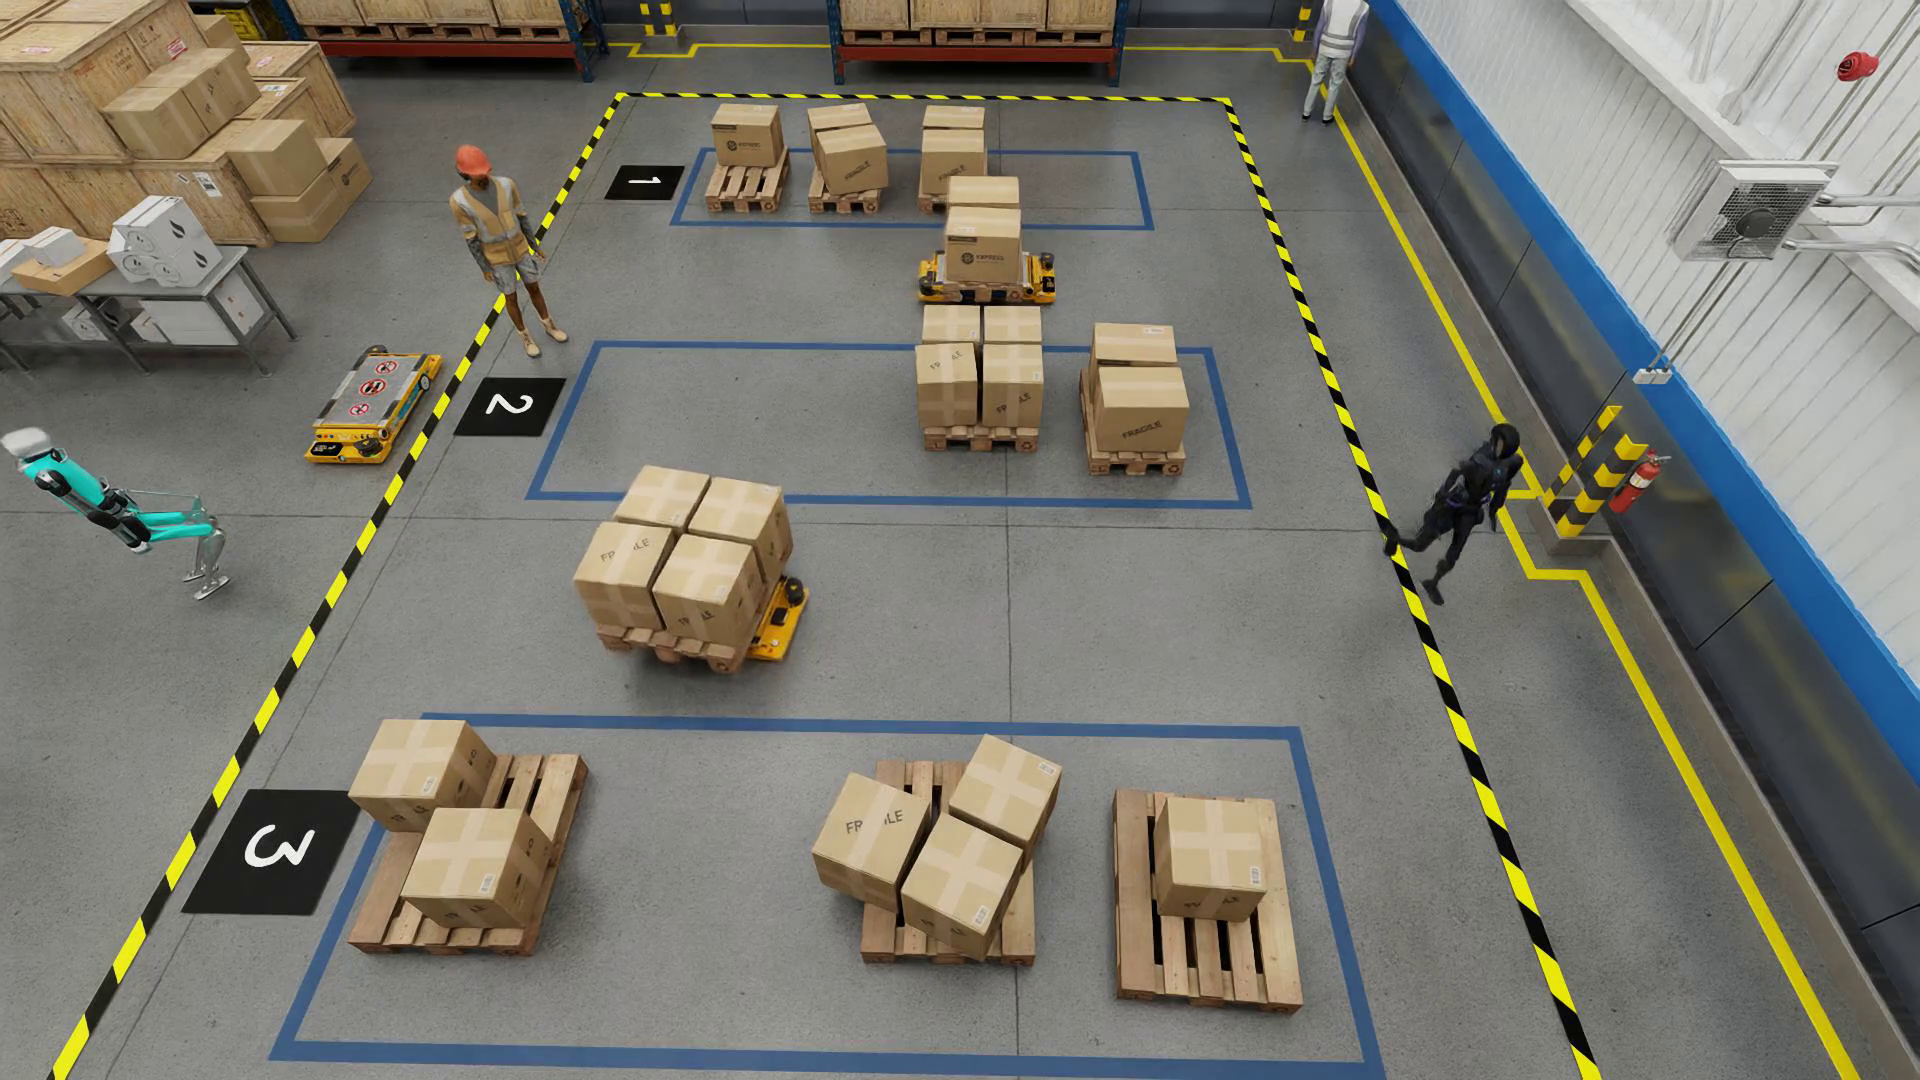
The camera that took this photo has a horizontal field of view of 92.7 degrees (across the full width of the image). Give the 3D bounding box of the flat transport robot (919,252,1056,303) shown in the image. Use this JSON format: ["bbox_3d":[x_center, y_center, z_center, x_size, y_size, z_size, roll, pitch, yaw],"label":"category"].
[{"bbox_3d":[0.291,-2.799,9.717,1.431,0.197,0.652,1,50,1],"label":"flat transport robot"}]

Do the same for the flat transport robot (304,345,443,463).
[{"bbox_3d":[-5.383,-1.269,8.441,0.659,0.231,1.431,1,50,1],"label":"flat transport robot"}]

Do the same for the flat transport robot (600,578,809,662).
[{"bbox_3d":[-1.935,0.480,6.942,1.431,0.197,0.652,10,50,8],"label":"flat transport robot"}]

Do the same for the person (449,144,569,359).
[{"bbox_3d":[-4.151,-2.636,8.435,0.368,2.047,0.604,36,58,26],"label":"person"}]

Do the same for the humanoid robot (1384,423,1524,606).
[{"bbox_3d":[3.630,-0.265,6.680,0.602,1.642,0.637,-8,50,-7],"label":"humanoid robot"}]

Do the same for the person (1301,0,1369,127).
[{"bbox_3d":[4.753,-6.203,11.597,0.586,1.824,0.404,25,54,20],"label":"person"}]

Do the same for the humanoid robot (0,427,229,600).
[{"bbox_3d":[-5.779,-0.246,6.523,0.735,1.681,0.533,-35,58,-26],"label":"humanoid robot"}]
